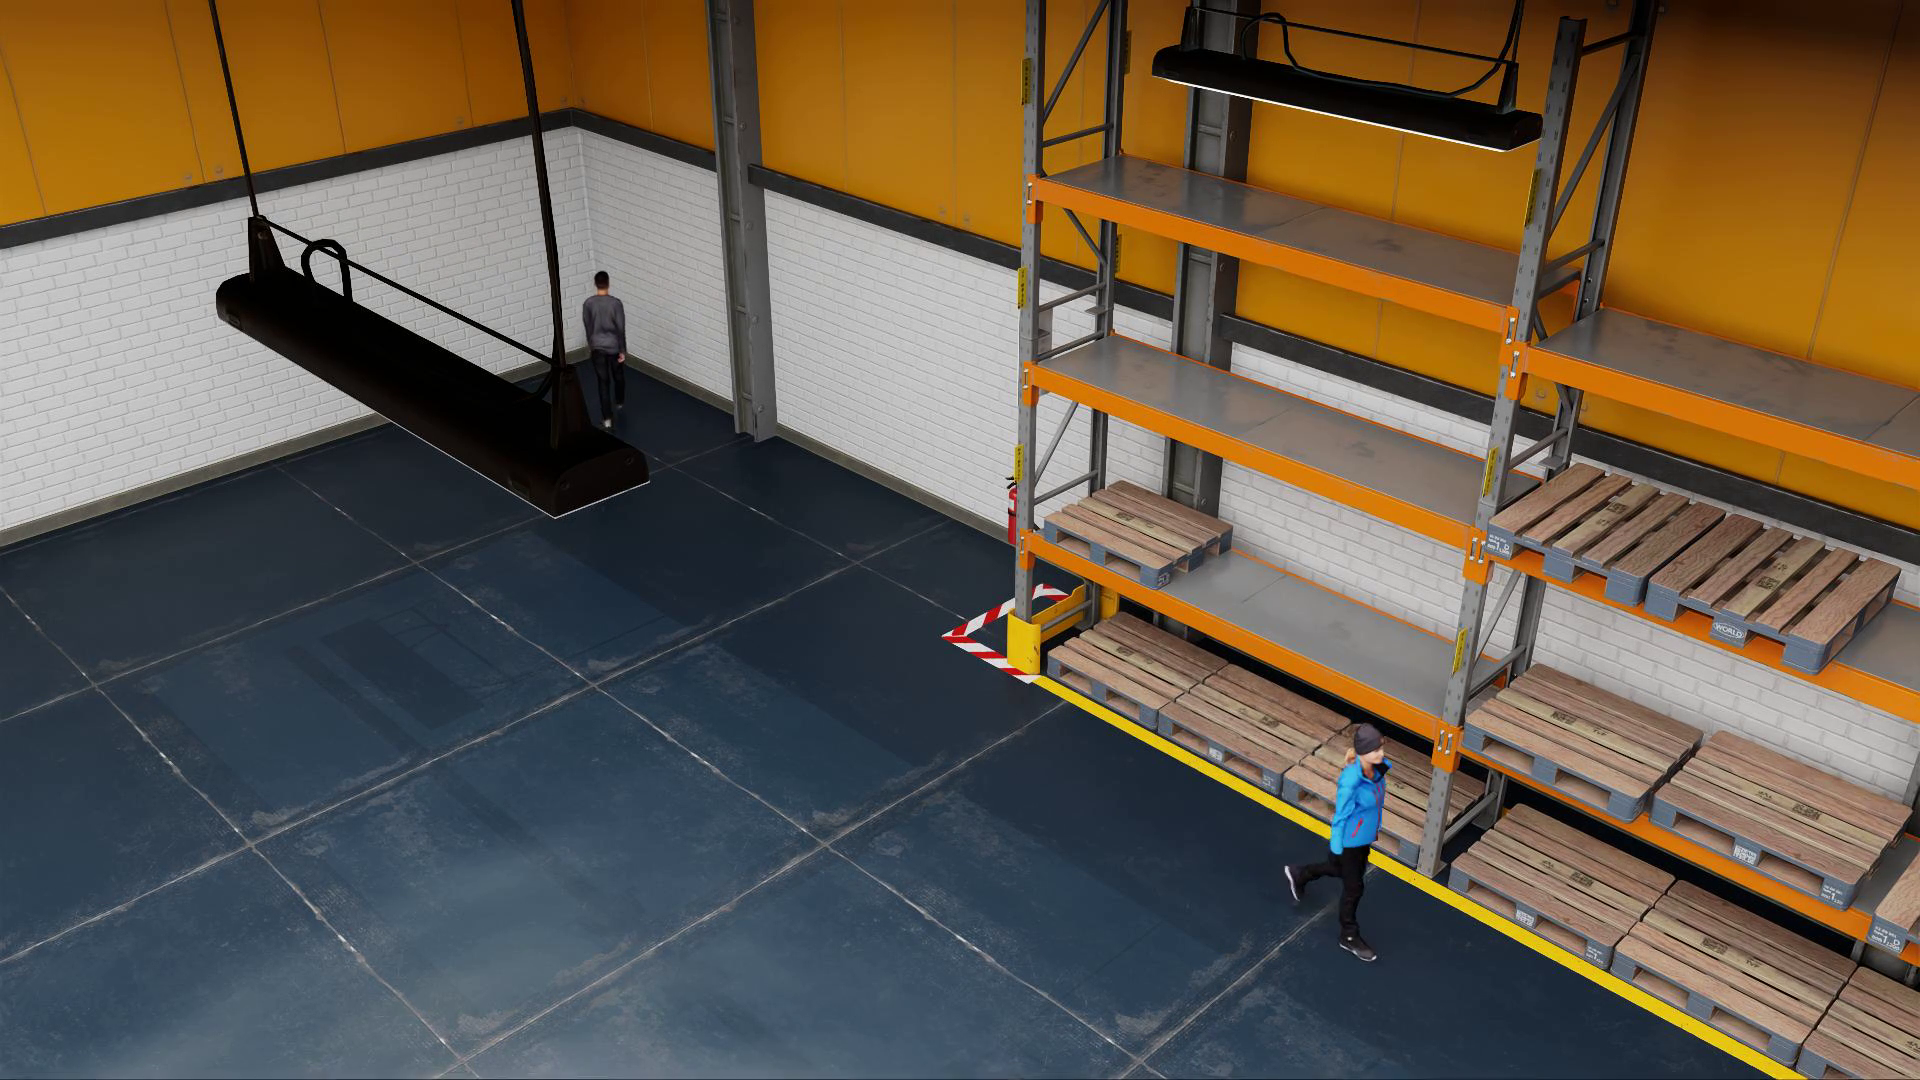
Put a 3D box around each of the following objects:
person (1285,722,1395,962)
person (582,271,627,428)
[{"bbox_3d":[2.527,1.932,10.995,0.633,1.778,1.017,-24,37,-37],"label":"person"},{"bbox_3d":[-3.928,-2.078,18.409,1.047,1.720,1.226,-5,29,-9],"label":"person"}]
